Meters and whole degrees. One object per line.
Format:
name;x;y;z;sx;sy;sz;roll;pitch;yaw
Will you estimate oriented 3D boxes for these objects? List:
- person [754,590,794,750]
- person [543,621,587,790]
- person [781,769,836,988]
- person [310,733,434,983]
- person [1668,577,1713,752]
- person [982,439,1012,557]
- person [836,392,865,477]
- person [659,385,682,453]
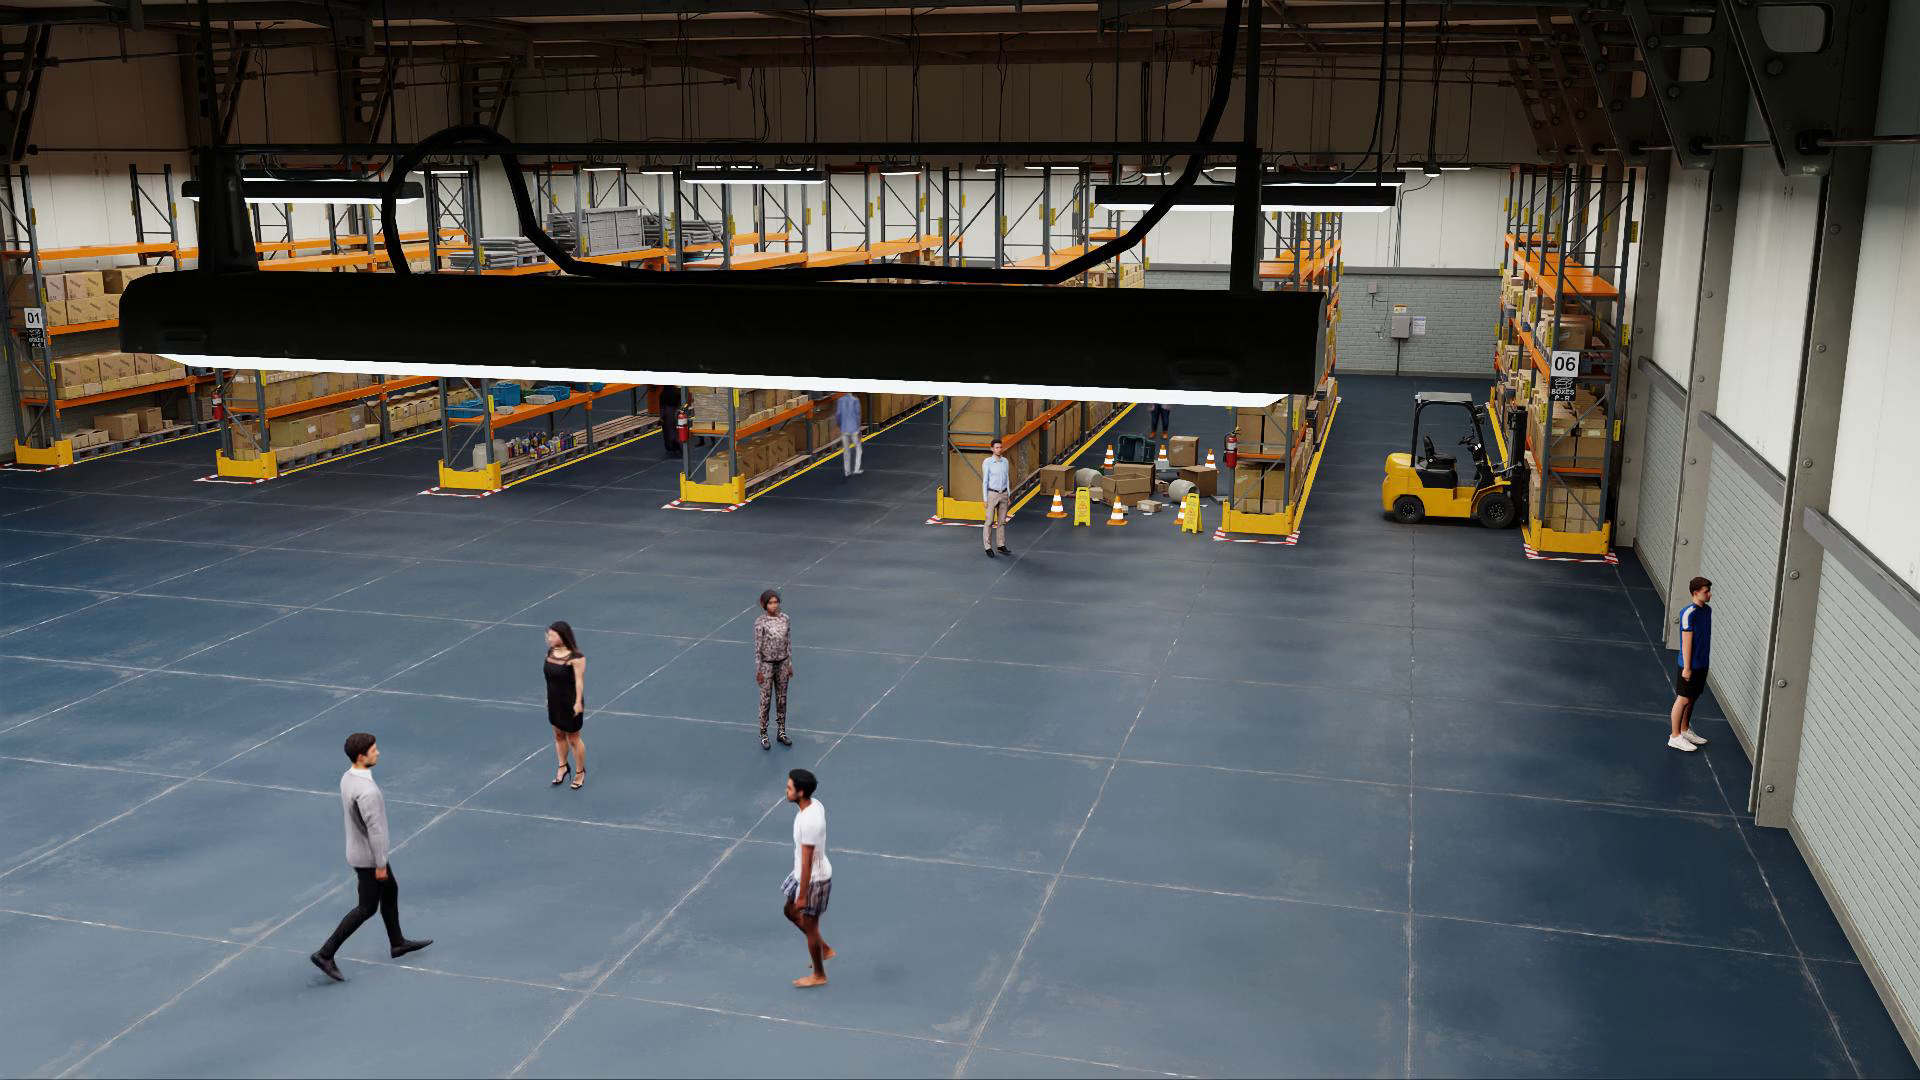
person;-1.991;1.364;17.749;0.680;1.714;0.740;-7;15;-29
person;-3.927;1.634;16.576;0.739;1.718;0.727;9;16;35
person;-1.050;2.556;12.595;0.815;1.718;0.720;-3;13;-12
person;-4.634;2.409;12.758;1.291;1.932;1.218;-8;15;-30
person;7.812;1.291;17.728;0.810;1.866;0.691;13;18;43
person;0.586;-0.691;26.335;0.752;1.846;0.808;-7;15;-28
person;-2.186;-2.163;32.635;0.670;1.870;0.752;4;14;17
person;-6.138;-2.608;35.177;0.890;1.591;1.074;-3;13;-14
